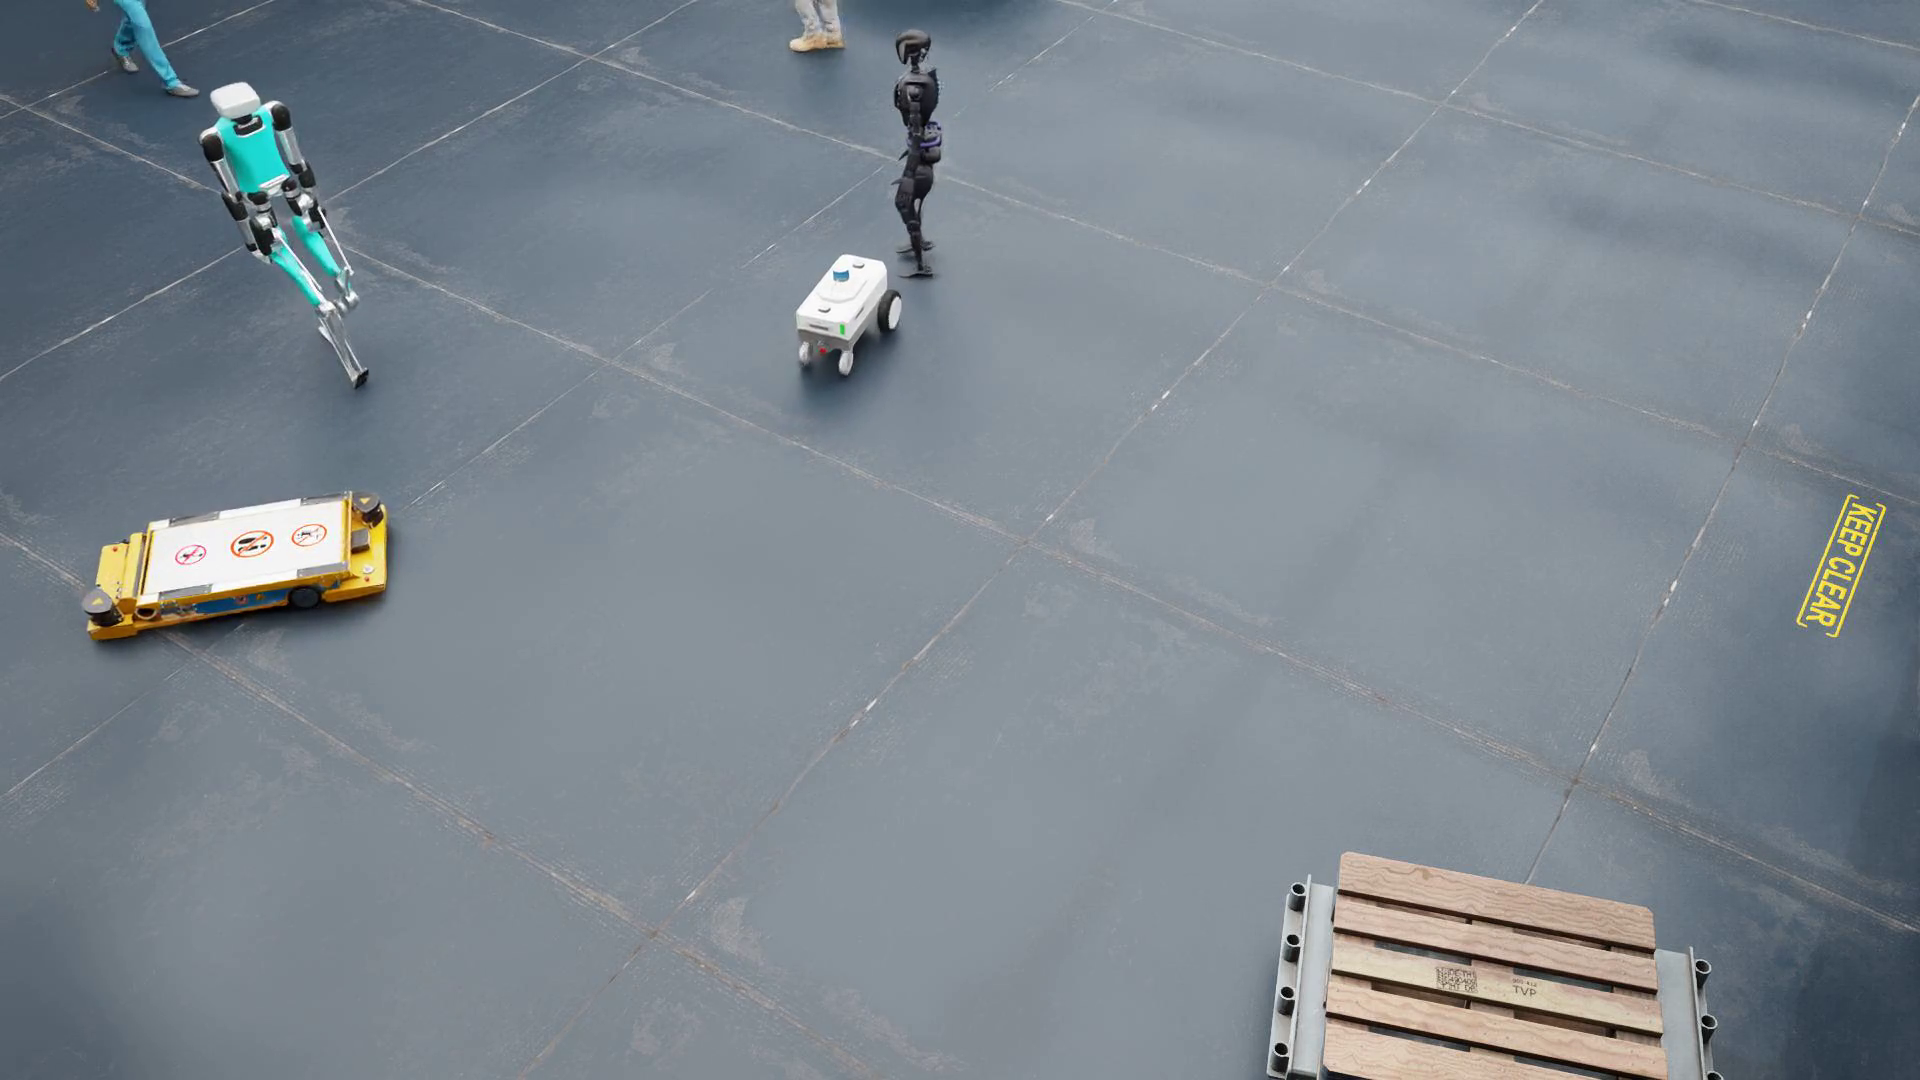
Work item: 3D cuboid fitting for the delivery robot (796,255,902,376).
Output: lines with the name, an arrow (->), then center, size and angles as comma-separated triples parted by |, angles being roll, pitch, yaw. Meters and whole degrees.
delivery robot -> -0.709, -1.424, 10.149 | 0.499, 0.581, 0.768 | 14, 44, 15

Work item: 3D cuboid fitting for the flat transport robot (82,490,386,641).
flat transport robot -> -3.737, 0.121, 8.644 | 1.431, 0.231, 0.659 | -10, 43, -11

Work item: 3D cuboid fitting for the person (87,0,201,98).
person -> -6.270, -4.206, 12.344 | 0.900, 1.796, 0.615 | 16, 44, 17

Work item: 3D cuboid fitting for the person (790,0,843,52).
person -> -1.186, -4.642, 12.784 | 0.536, 1.851, 0.489 | 0, 42, 0

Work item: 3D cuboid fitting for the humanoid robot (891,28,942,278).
humanoid robot -> -0.290, -2.389, 10.395 | 0.349, 1.655, 0.609 | 1, 42, 1

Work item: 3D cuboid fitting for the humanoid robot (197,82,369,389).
humanoid robot -> -3.759, -1.688, 9.613 | 0.870, 1.835, 0.565 | 30, 50, 29
